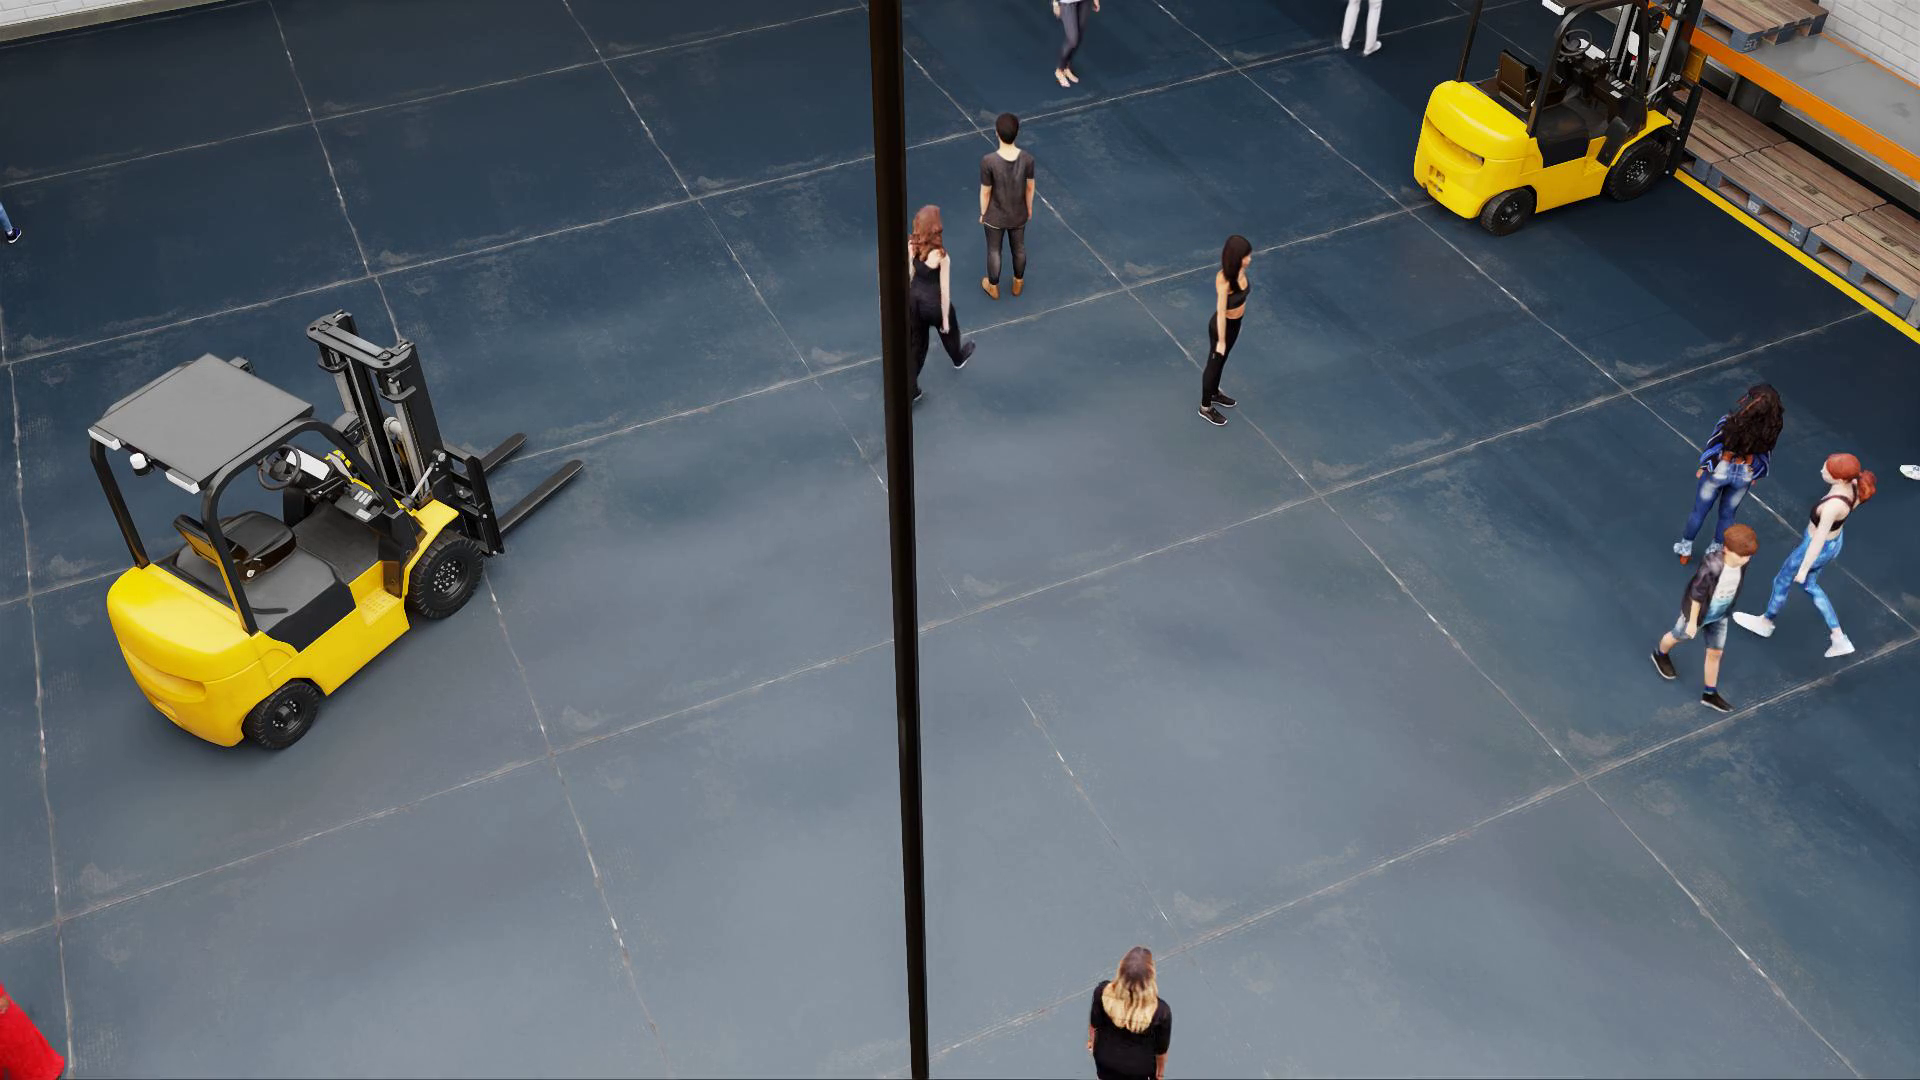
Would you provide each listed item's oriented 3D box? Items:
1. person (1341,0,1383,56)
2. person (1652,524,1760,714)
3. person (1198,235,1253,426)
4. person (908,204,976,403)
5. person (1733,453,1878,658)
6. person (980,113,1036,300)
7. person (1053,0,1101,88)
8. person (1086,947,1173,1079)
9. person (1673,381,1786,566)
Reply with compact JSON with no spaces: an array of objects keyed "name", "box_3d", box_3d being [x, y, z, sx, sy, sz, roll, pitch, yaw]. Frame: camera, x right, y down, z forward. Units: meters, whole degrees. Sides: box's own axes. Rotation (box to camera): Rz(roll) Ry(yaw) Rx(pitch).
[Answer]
[{"name":"person","box_3d":[4.260,-5.968,17.201,0.710,1.887,0.803,21,47,20]},{"name":"person","box_3d":[4.831,0.411,10.845,0.626,1.417,0.933,-12,45,-13]},{"name":"person","box_3d":[2.043,-1.653,12.847,0.666,1.643,0.624,18,47,18]},{"name":"person","box_3d":[-0.314,-1.761,12.921,1.131,1.697,1.059,24,49,23]},{"name":"person","box_3d":[5.660,0.153,10.876,0.808,1.757,1.086,-26,50,-25]},{"name":"person","box_3d":[0.390,-2.799,13.997,0.674,1.716,0.639,-7,44,-7]},{"name":"person","box_3d":[1.102,-5.464,16.767,0.669,1.754,0.671,-27,50,-26]},{"name":"person","box_3d":[0.808,2.646,8.317,0.787,1.667,0.849,12,45,13]},{"name":"person","box_3d":[5.368,-0.458,11.619,0.699,1.607,0.739,9,44,10]}]
